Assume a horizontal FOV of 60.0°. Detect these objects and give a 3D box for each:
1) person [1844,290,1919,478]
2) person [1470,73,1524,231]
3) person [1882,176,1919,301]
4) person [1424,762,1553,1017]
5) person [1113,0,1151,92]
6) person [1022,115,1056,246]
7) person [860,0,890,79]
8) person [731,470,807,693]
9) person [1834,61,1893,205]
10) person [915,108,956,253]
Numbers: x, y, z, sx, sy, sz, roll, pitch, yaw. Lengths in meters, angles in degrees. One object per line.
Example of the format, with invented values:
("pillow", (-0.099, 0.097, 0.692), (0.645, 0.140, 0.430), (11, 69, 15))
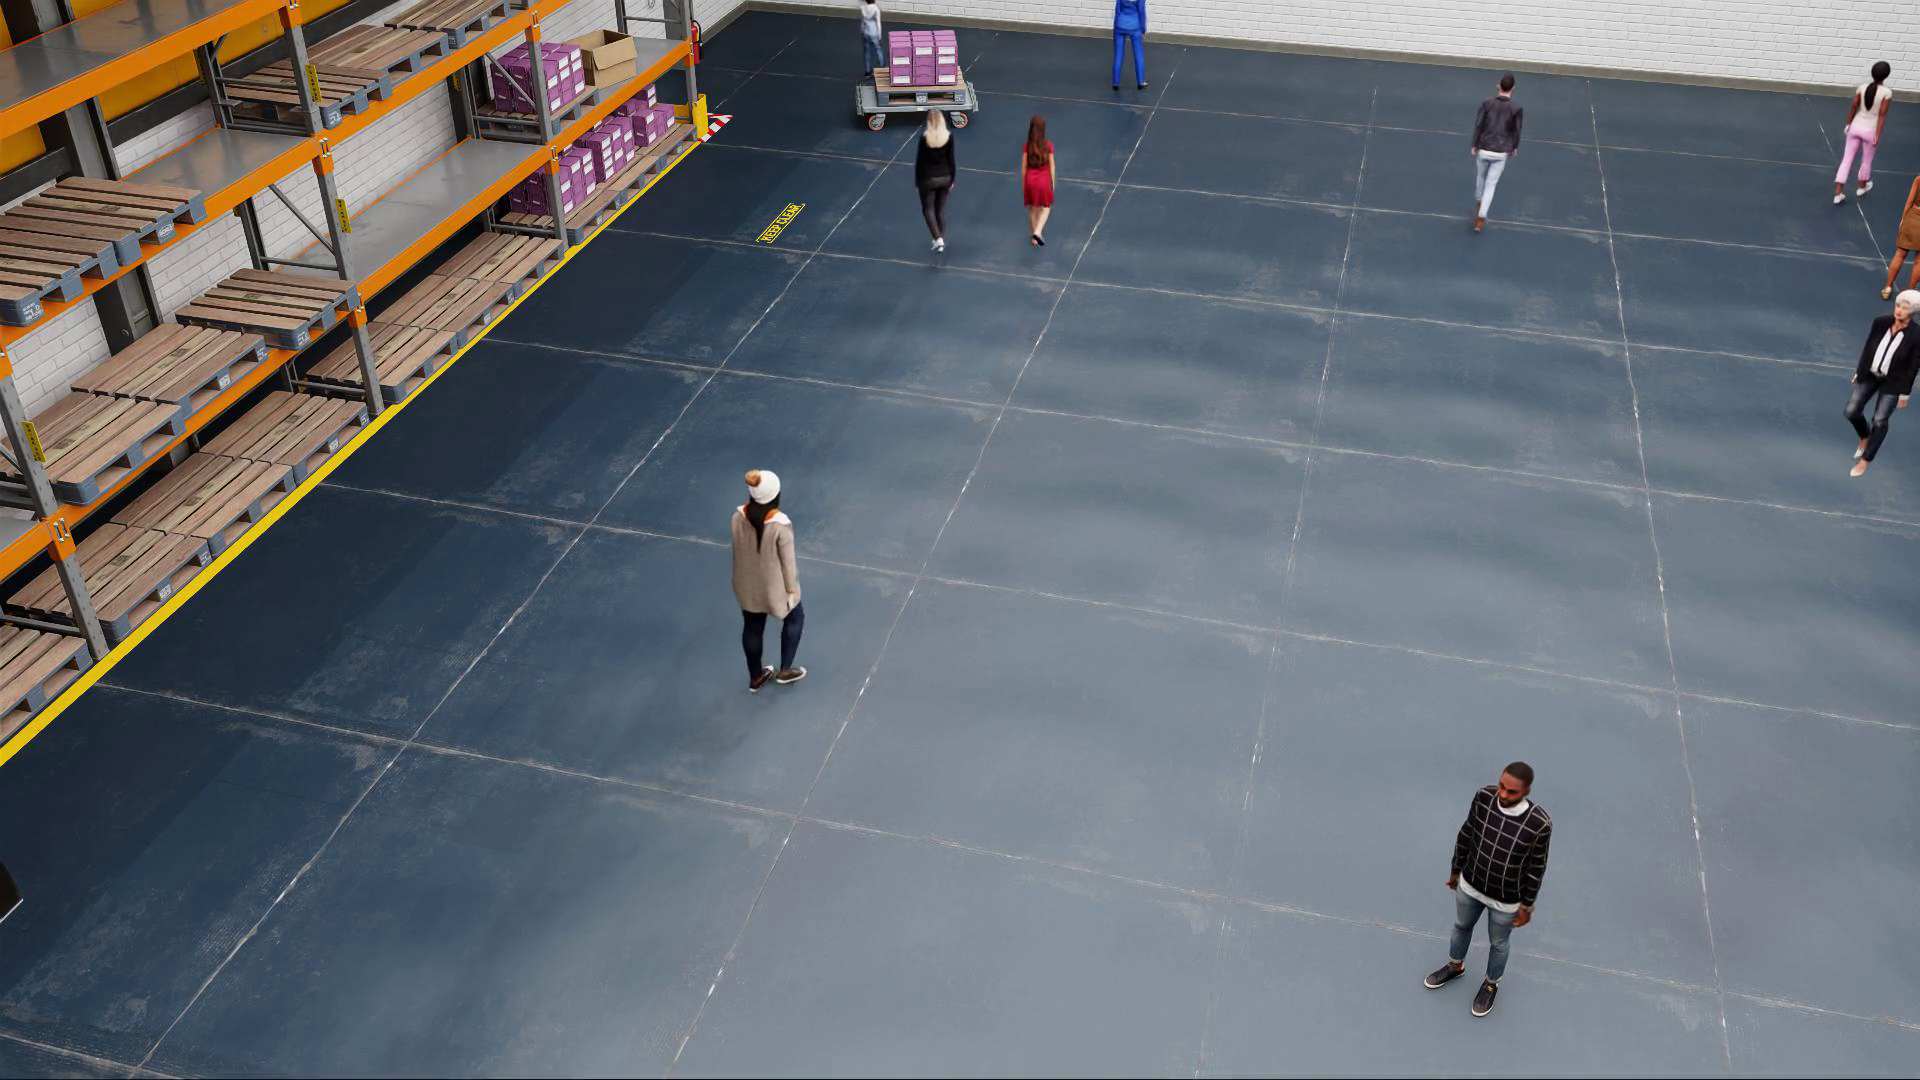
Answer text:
("person", (8.007, -1.367, 14.261), (0.863, 1.773, 0.902), (-21, 39, -28))
("person", (6.221, -4.492, 19.424), (0.781, 1.800, 1.156), (13, 36, 19))
("person", (10.286, -3.350, 17.805), (0.623, 1.689, 0.623), (23, 40, 30))
("person", (3.109, 1.988, 9.657), (0.752, 1.820, 0.729), (28, 43, 35))
("person", (2.408, -7.255, 23.681), (0.738, 1.689, 0.674), (7, 34, 10))
("person", (0.886, -4.075, 19.025), (0.552, 1.546, 0.759), (7, 34, 11))
("person", (-1.321, -7.372, 24.257), (0.548, 1.246, 0.755), (13, 36, 18))
("person", (-1.471, 0.340, 12.080), (0.733, 1.881, 0.683), (12, 35, 17))
("person", (10.881, -4.898, 20.105), (1.041, 1.723, 0.897), (-27, 42, -34))
("person", (-0.259, -4.010, 18.817), (0.838, 1.669, 0.917), (-7, 34, -11))
